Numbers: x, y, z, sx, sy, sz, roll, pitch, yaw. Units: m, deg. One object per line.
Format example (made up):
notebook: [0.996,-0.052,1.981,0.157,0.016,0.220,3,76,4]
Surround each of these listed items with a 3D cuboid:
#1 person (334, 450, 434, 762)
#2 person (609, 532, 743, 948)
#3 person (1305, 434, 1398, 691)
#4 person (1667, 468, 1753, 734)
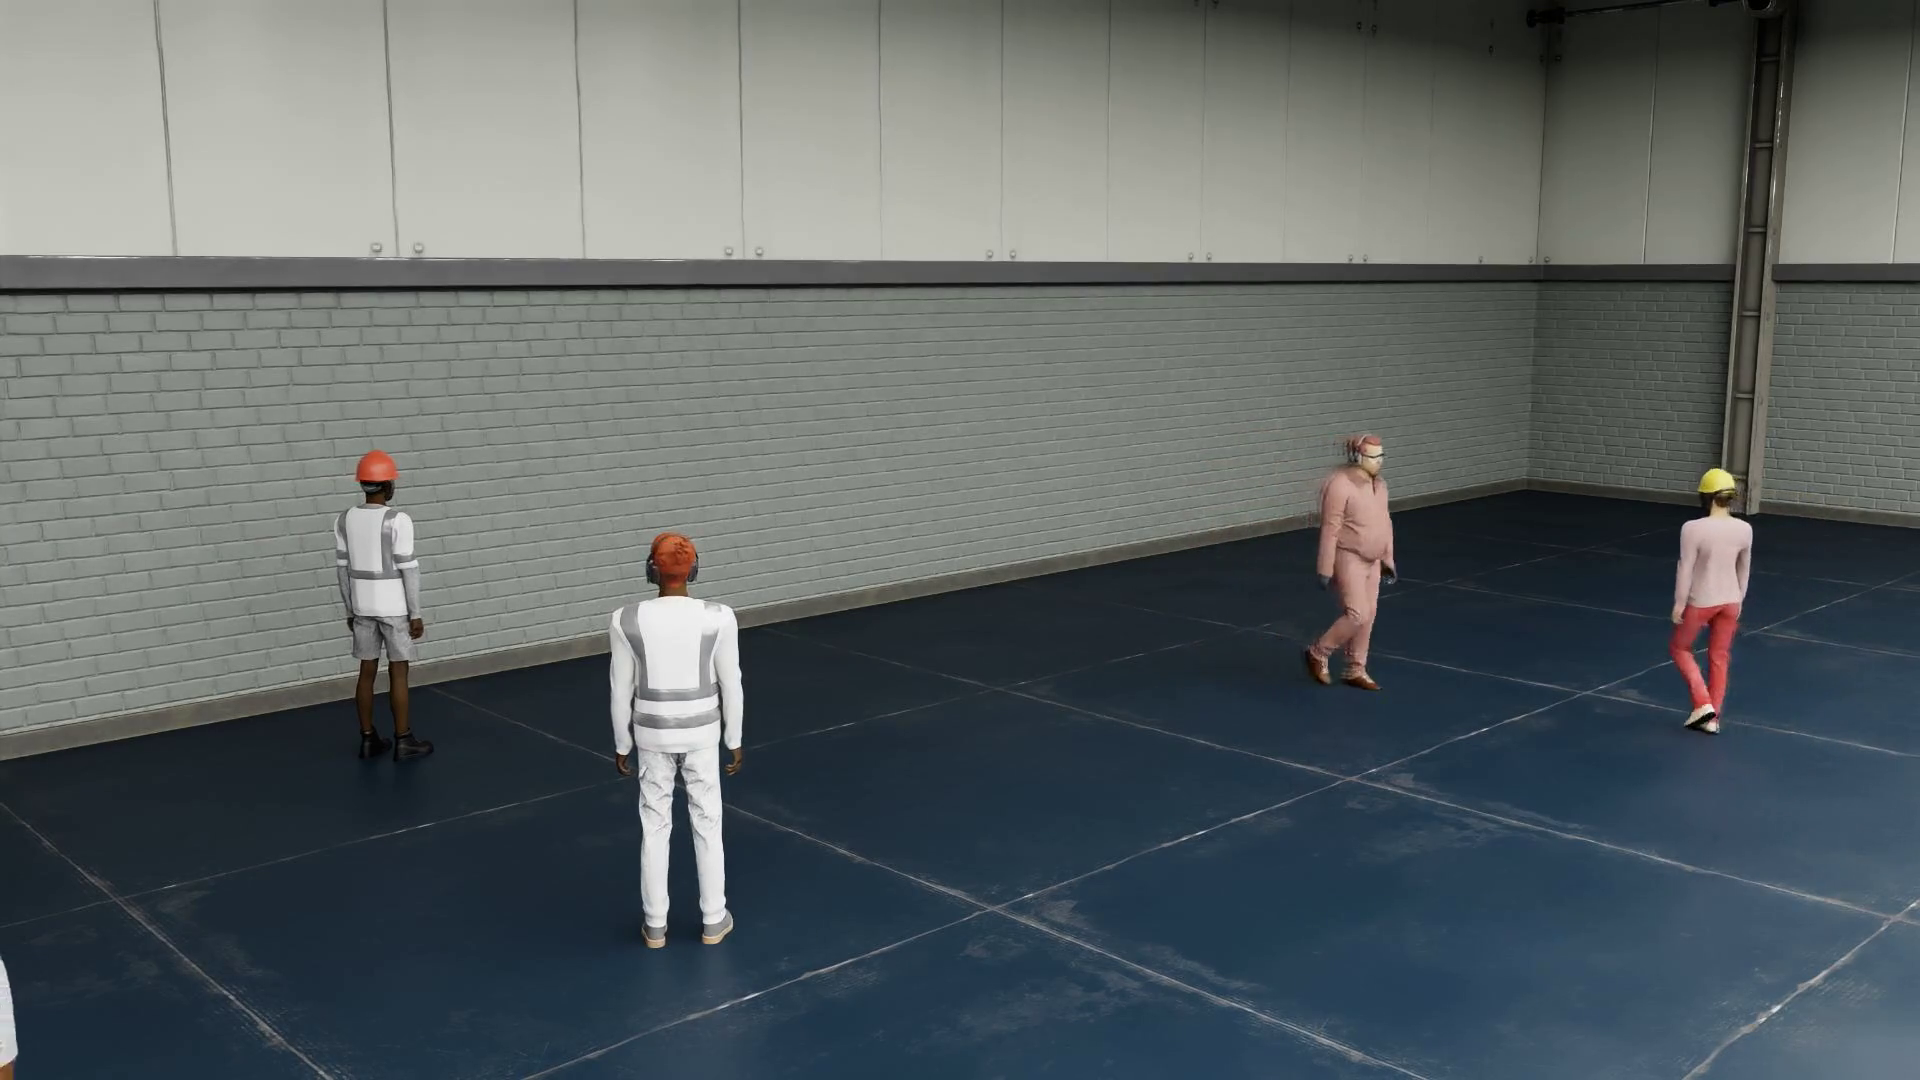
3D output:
person: [-3.577,0.411,10.336,0.552,1.937,0.356,3,10,16]
person: [-1.265,0.898,7.477,0.584,1.883,0.346,-1,9,-6]
person: [2.851,0.167,12.001,0.461,1.885,0.669,9,13,43]
person: [4.906,0.405,10.919,0.553,1.751,0.361,-2,9,-10]
